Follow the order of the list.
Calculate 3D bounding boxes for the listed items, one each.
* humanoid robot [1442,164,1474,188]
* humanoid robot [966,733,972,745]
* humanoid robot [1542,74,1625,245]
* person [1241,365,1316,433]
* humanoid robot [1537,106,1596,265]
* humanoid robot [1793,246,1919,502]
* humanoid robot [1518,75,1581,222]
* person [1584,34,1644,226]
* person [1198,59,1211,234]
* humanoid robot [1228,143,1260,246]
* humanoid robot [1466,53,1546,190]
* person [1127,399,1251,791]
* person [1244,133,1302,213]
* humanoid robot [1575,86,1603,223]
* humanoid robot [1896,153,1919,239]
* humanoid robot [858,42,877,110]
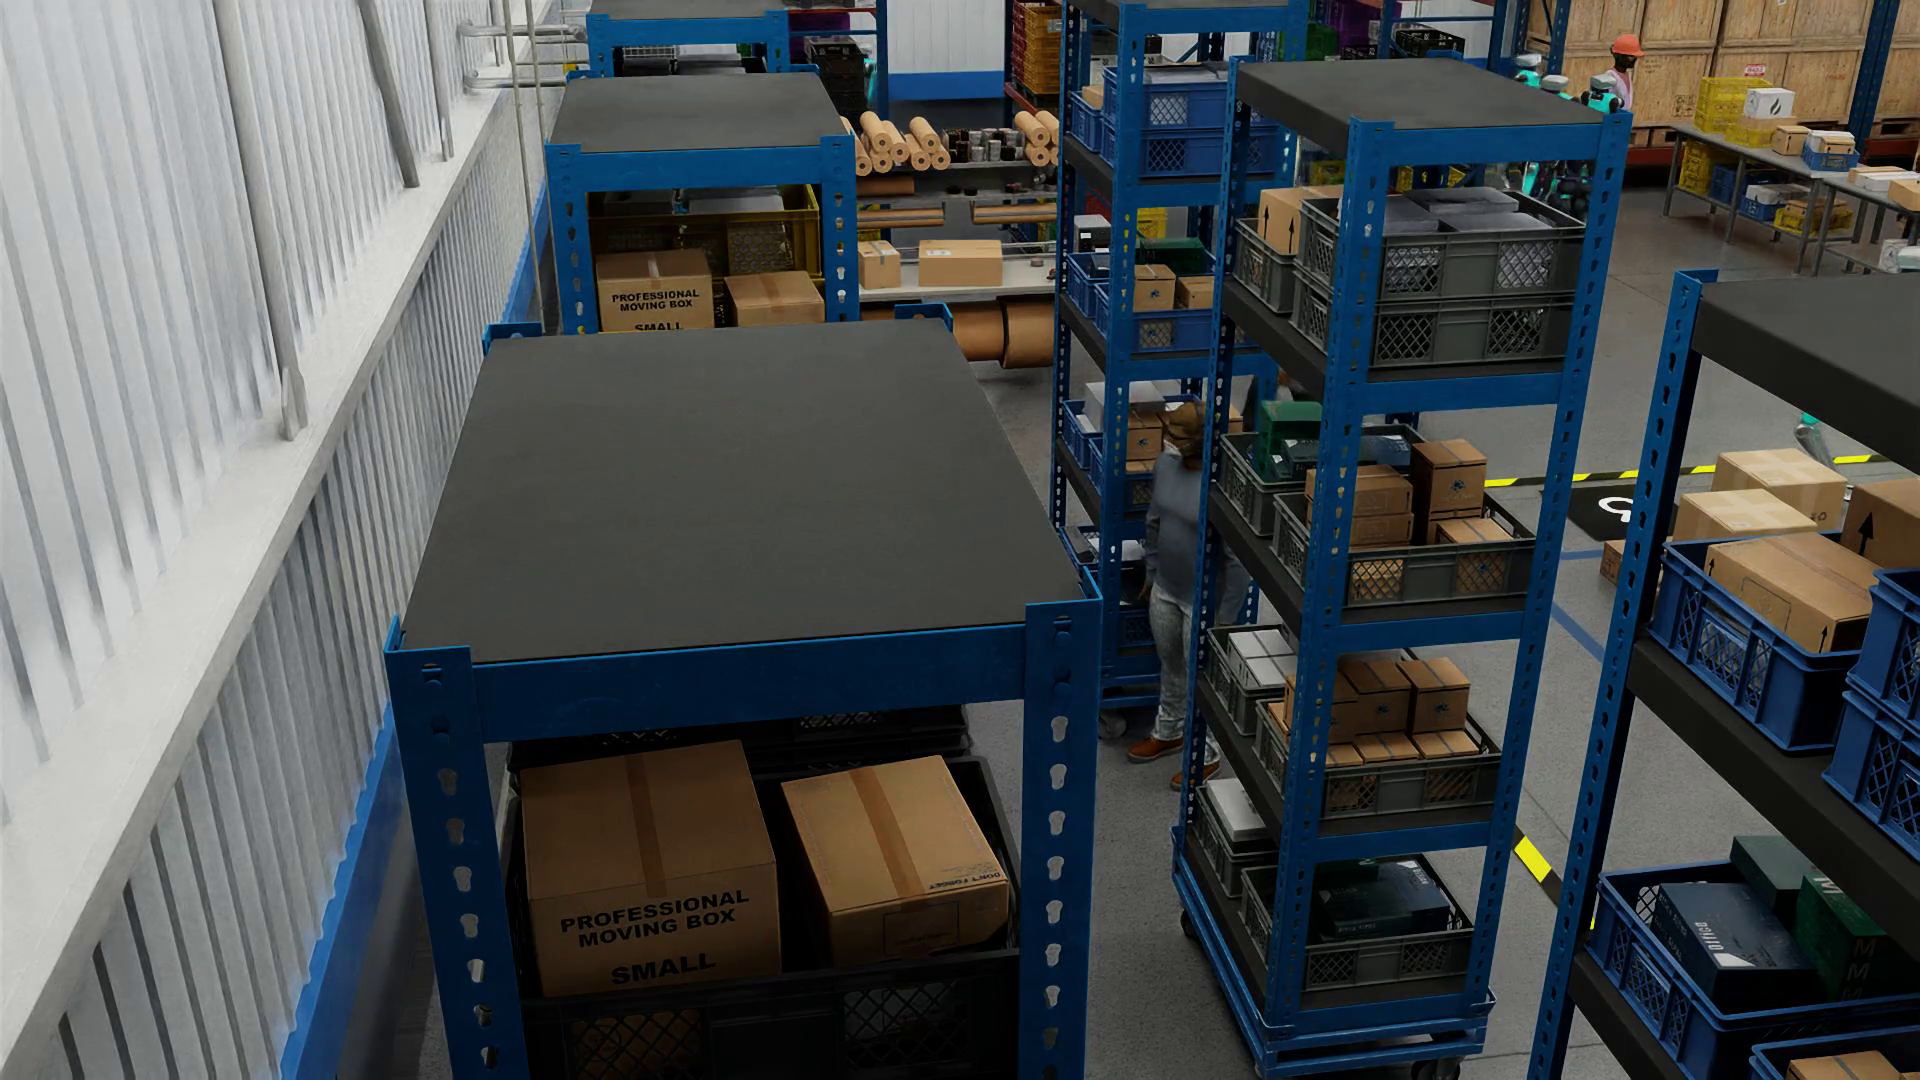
[{"bbox_3d":[5.187,-3.843,16.973,0.448,1.647,0.607,-10,27,-21],"label":"humanoid robot"},{"bbox_3d":[-0.168,0.177,8.254,0.599,1.631,0.717,-11,27,-22],"label":"humanoid robot"},{"bbox_3d":[6.111,-3.759,16.593,0.747,1.689,0.530,-9,26,-18],"label":"humanoid robot"},{"bbox_3d":[2.139,-1.273,11.227,0.958,1.798,0.603,-5,25,-10],"label":"person"},{"bbox_3d":[5.826,-3.304,15.875,0.601,1.642,0.789,-5,25,-10],"label":"humanoid robot"},{"bbox_3d":[5.770,-1.104,10.780,0.735,1.677,0.533,15,28,29],"label":"humanoid robot"},{"bbox_3d":[5.725,-3.666,16.460,0.543,1.760,0.677,15,29,29],"label":"humanoid robot"},{"bbox_3d":[6.841,-4.257,17.451,0.389,2.038,0.604,20,31,36],"label":"person"},{"bbox_3d":[2.583,-4.196,17.555,0.583,1.831,0.987,-3,25,-6],"label":"person"},{"bbox_3d":[2.545,-2.626,14.367,0.614,1.632,0.731,17,30,32],"label":"humanoid robot"},{"bbox_3d":[5.884,-4.487,18.327,0.542,1.775,0.967,-22,33,-39],"label":"humanoid robot"},{"bbox_3d":[1.079,0.255,7.749,0.363,1.935,0.630,-16,29,-30],"label":"person"},{"bbox_3d":[2.819,-2.995,14.980,0.789,1.809,0.624,18,30,34],"label":"person"},{"bbox_3d":[6.539,-3.914,17.135,0.592,1.640,0.377,-6,25,-13],"label":"humanoid robot"},{"bbox_3d":[8.932,-3.057,15.266,0.581,1.633,0.583,-2,25,-3],"label":"humanoid robot"},{"bbox_3d":[-1.353,-4.646,18.628,0.881,1.767,0.599,-3,25,-6],"label":"humanoid robot"}]
